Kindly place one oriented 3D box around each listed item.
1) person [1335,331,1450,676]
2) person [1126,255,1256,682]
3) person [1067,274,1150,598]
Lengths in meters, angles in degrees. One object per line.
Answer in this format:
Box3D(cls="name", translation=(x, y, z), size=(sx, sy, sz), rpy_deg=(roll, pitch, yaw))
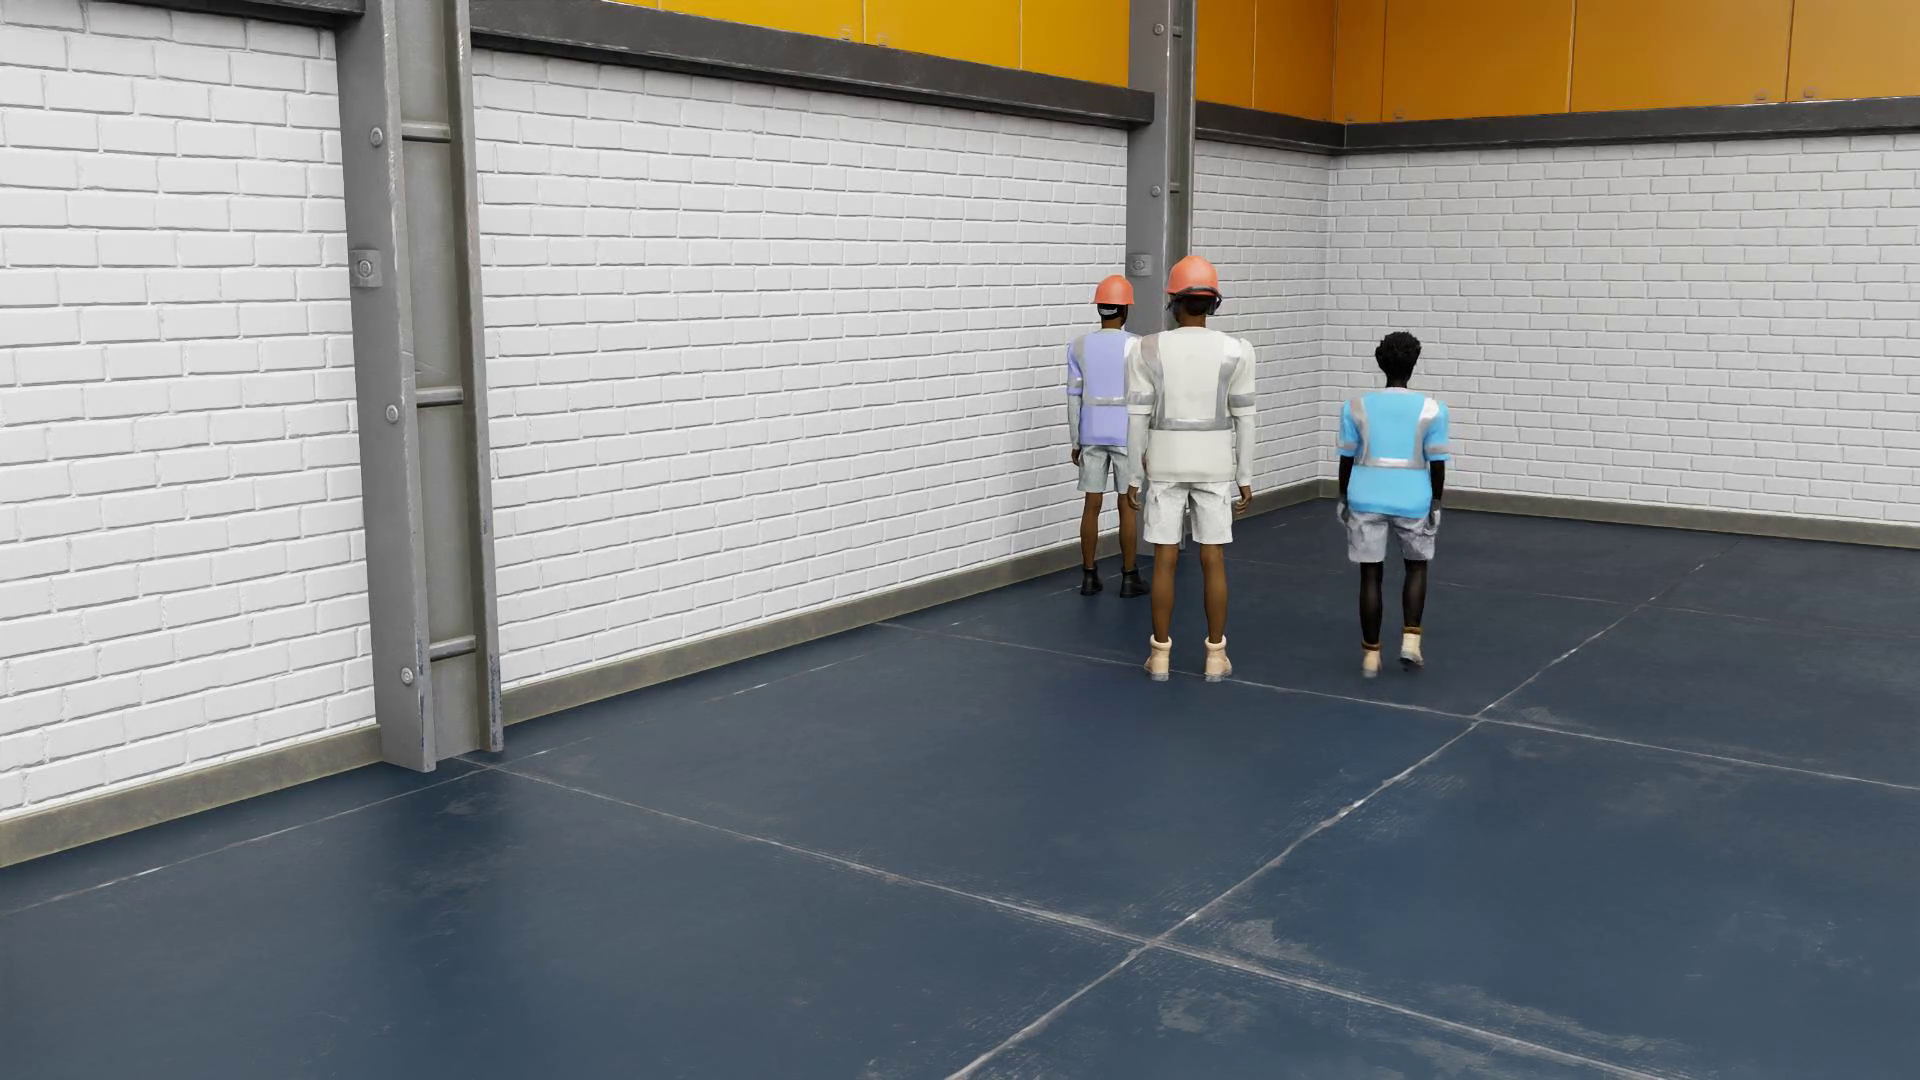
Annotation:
Box3D(cls="person", translation=(2.099, -0.172, 8.125), size=(0.540, 1.686, 0.401), rpy_deg=(3, 10, 15))
Box3D(cls="person", translation=(1.104, -0.333, 8.009), size=(0.615, 2.043, 0.372), rpy_deg=(1, 10, 6))
Box3D(cls="person", translation=(0.914, -0.617, 10.014), size=(0.543, 1.940, 0.361), rpy_deg=(4, 10, 22))
